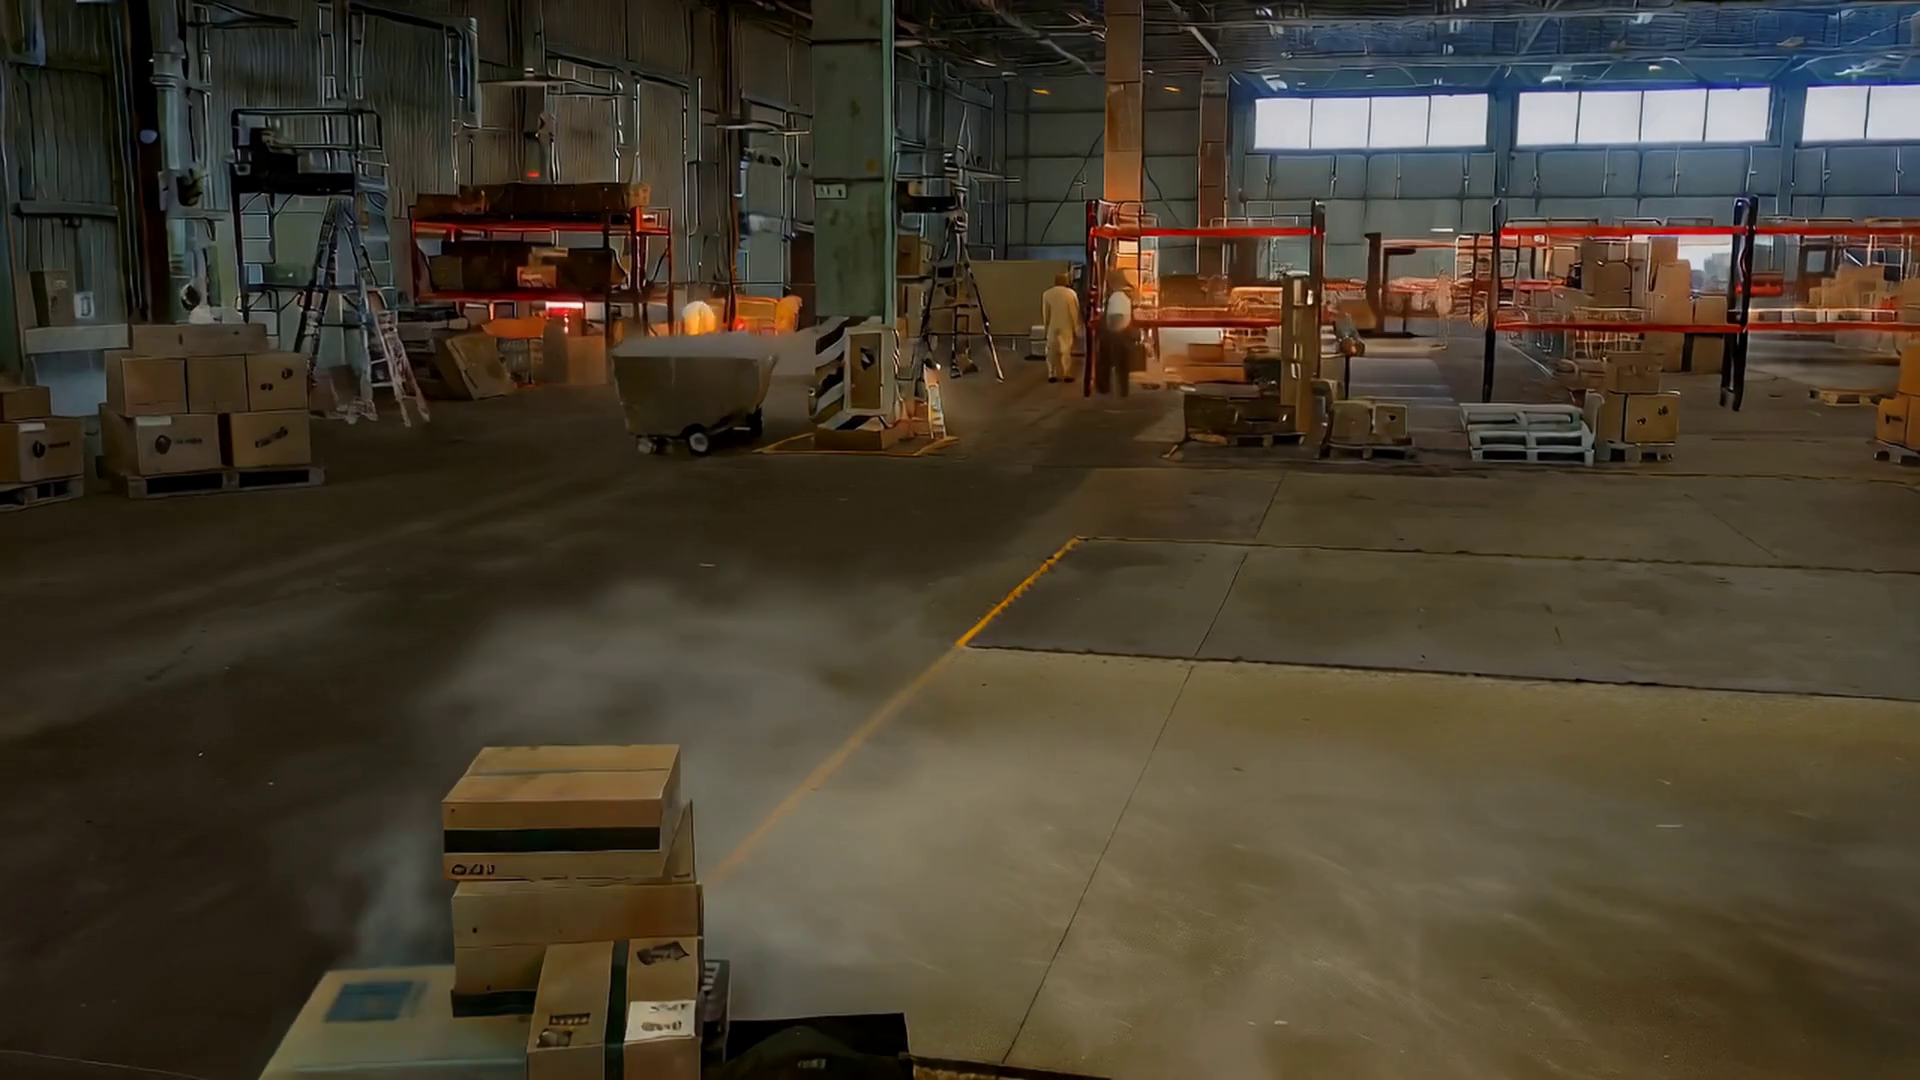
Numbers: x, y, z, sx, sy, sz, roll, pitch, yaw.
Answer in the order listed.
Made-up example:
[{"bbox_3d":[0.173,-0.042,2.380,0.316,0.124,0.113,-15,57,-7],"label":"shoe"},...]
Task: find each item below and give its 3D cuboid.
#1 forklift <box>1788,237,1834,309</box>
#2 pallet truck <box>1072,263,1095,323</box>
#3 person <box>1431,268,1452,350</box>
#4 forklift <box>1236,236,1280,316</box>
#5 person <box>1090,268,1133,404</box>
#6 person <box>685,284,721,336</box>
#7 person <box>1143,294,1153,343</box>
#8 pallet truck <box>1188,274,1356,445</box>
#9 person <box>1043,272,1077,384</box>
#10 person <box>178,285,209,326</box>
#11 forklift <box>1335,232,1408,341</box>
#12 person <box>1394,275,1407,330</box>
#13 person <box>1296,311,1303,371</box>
[{"bbox_3d":[27.805,-8.451,54.160,1.129,2.768,1.873,2,10,14],"label":"forklift"},{"bbox_3d":[4.325,-8.180,55.162,0.823,1.965,1.885,6,11,31],"label":"pallet truck"},{"bbox_3d":[11.378,-5.445,39.267,0.369,1.927,0.587,7,12,34],"label":"person"},{"bbox_3d":[8.748,-7.884,50.827,1.873,2.768,1.129,-2,10,-12],"label":"forklift"},{"bbox_3d":[2.232,-3.041,24.780,0.739,2.000,0.702,3,10,15],"label":"person"},{"bbox_3d":[-3.537,-2.551,22.520,0.664,1.830,0.624,-8,12,-39],"label":"person"},{"bbox_3d":[4.664,-5.931,42.389,1.075,1.851,0.552,-5,11,-26],"label":"person"},{"bbox_3d":[3.653,-2.138,19.590,1.885,1.965,0.823,-4,10,-20],"label":"pallet truck"},{"bbox_3d":[1.723,-3.648,28.688,0.632,1.932,0.367,5,11,25],"label":"person"},{"bbox_3d":[-8.828,-2.013,19.245,0.313,1.864,0.530,-1,10,-6],"label":"person"},{"bbox_3d":[10.773,-6.630,43.439,1.873,2.768,1.129,2,10,14],"label":"forklift"},{"bbox_3d":[12.434,-6.633,46.940,0.318,1.697,0.534,9,13,41],"label":"person"},{"bbox_3d":[6.627,-4.097,31.902,0.323,1.736,0.488,6,11,31],"label":"person"}]
